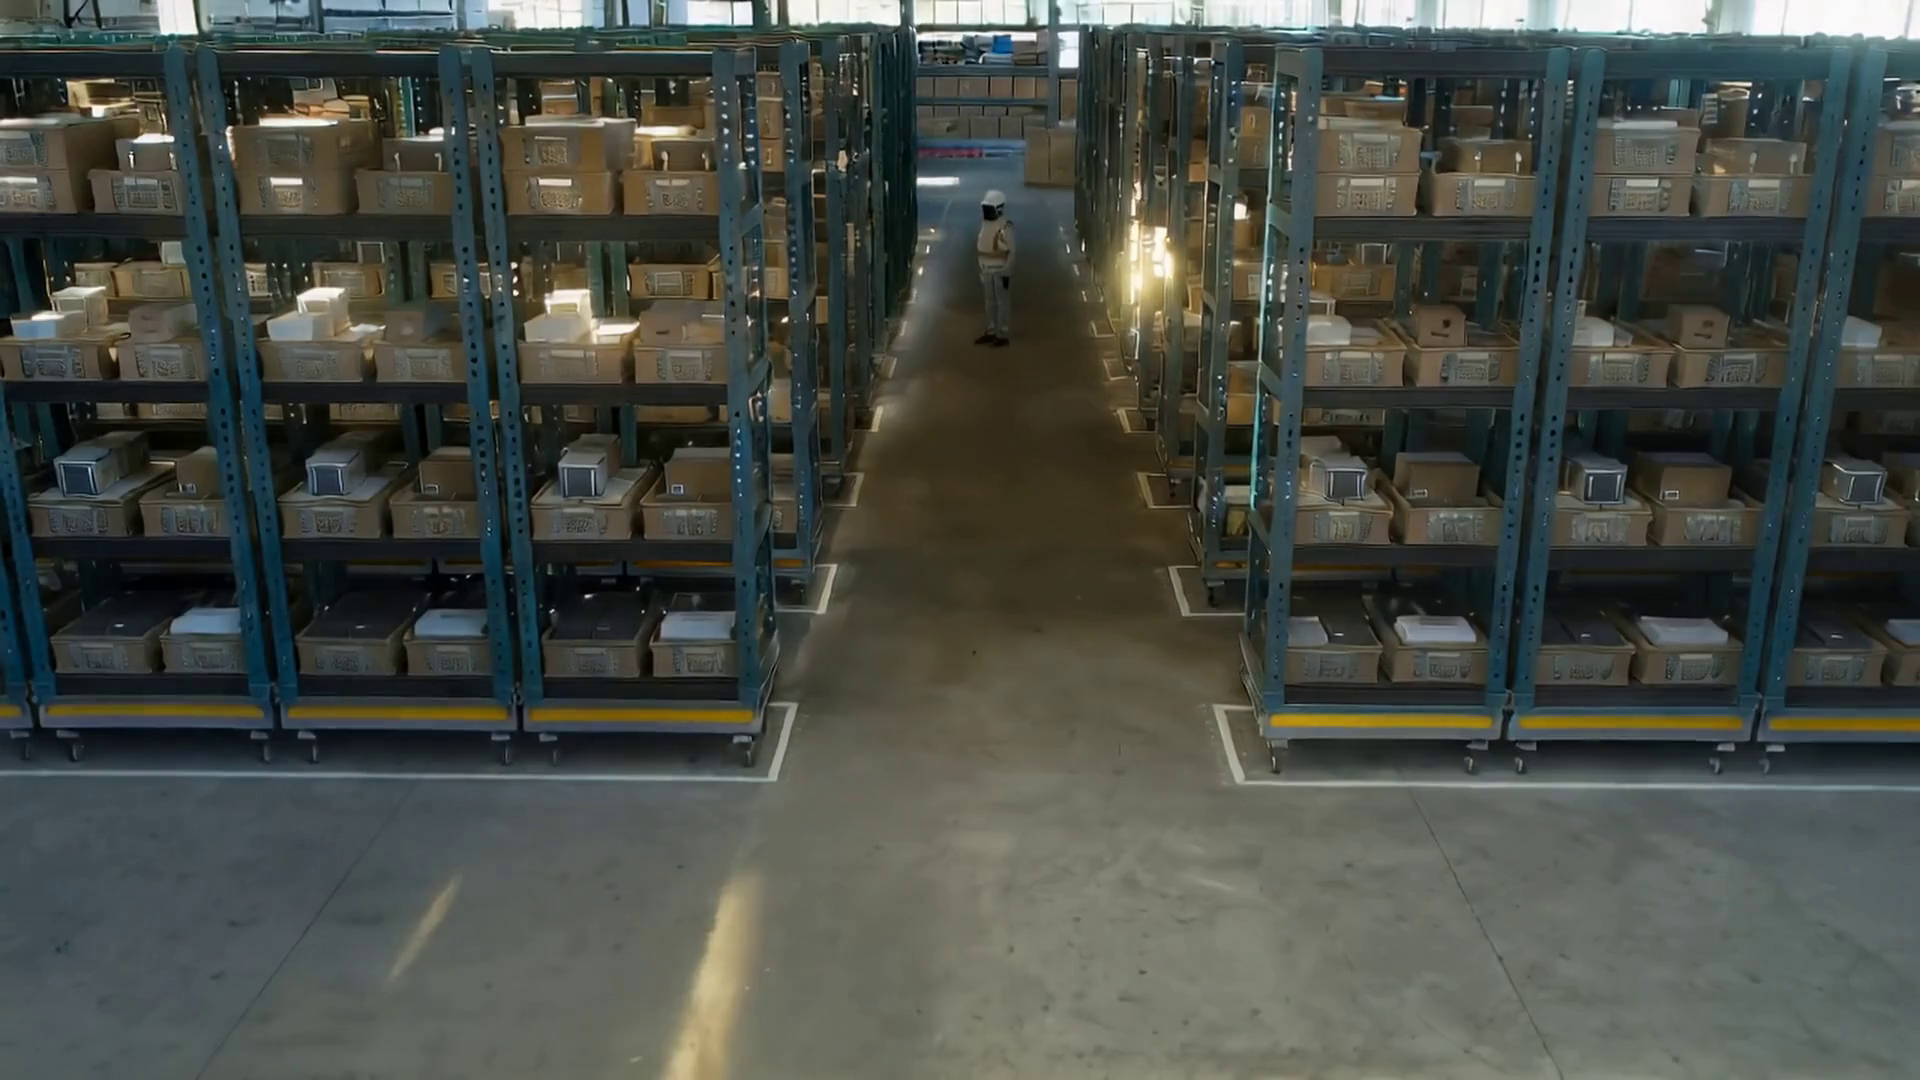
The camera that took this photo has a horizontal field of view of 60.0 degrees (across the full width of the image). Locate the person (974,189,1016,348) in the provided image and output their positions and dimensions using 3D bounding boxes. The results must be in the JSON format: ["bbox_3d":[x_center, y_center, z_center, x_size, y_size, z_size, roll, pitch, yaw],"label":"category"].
[{"bbox_3d":[0.408,-3.173,19.470,0.404,1.833,0.591,-10,20,-30],"label":"person"}]
